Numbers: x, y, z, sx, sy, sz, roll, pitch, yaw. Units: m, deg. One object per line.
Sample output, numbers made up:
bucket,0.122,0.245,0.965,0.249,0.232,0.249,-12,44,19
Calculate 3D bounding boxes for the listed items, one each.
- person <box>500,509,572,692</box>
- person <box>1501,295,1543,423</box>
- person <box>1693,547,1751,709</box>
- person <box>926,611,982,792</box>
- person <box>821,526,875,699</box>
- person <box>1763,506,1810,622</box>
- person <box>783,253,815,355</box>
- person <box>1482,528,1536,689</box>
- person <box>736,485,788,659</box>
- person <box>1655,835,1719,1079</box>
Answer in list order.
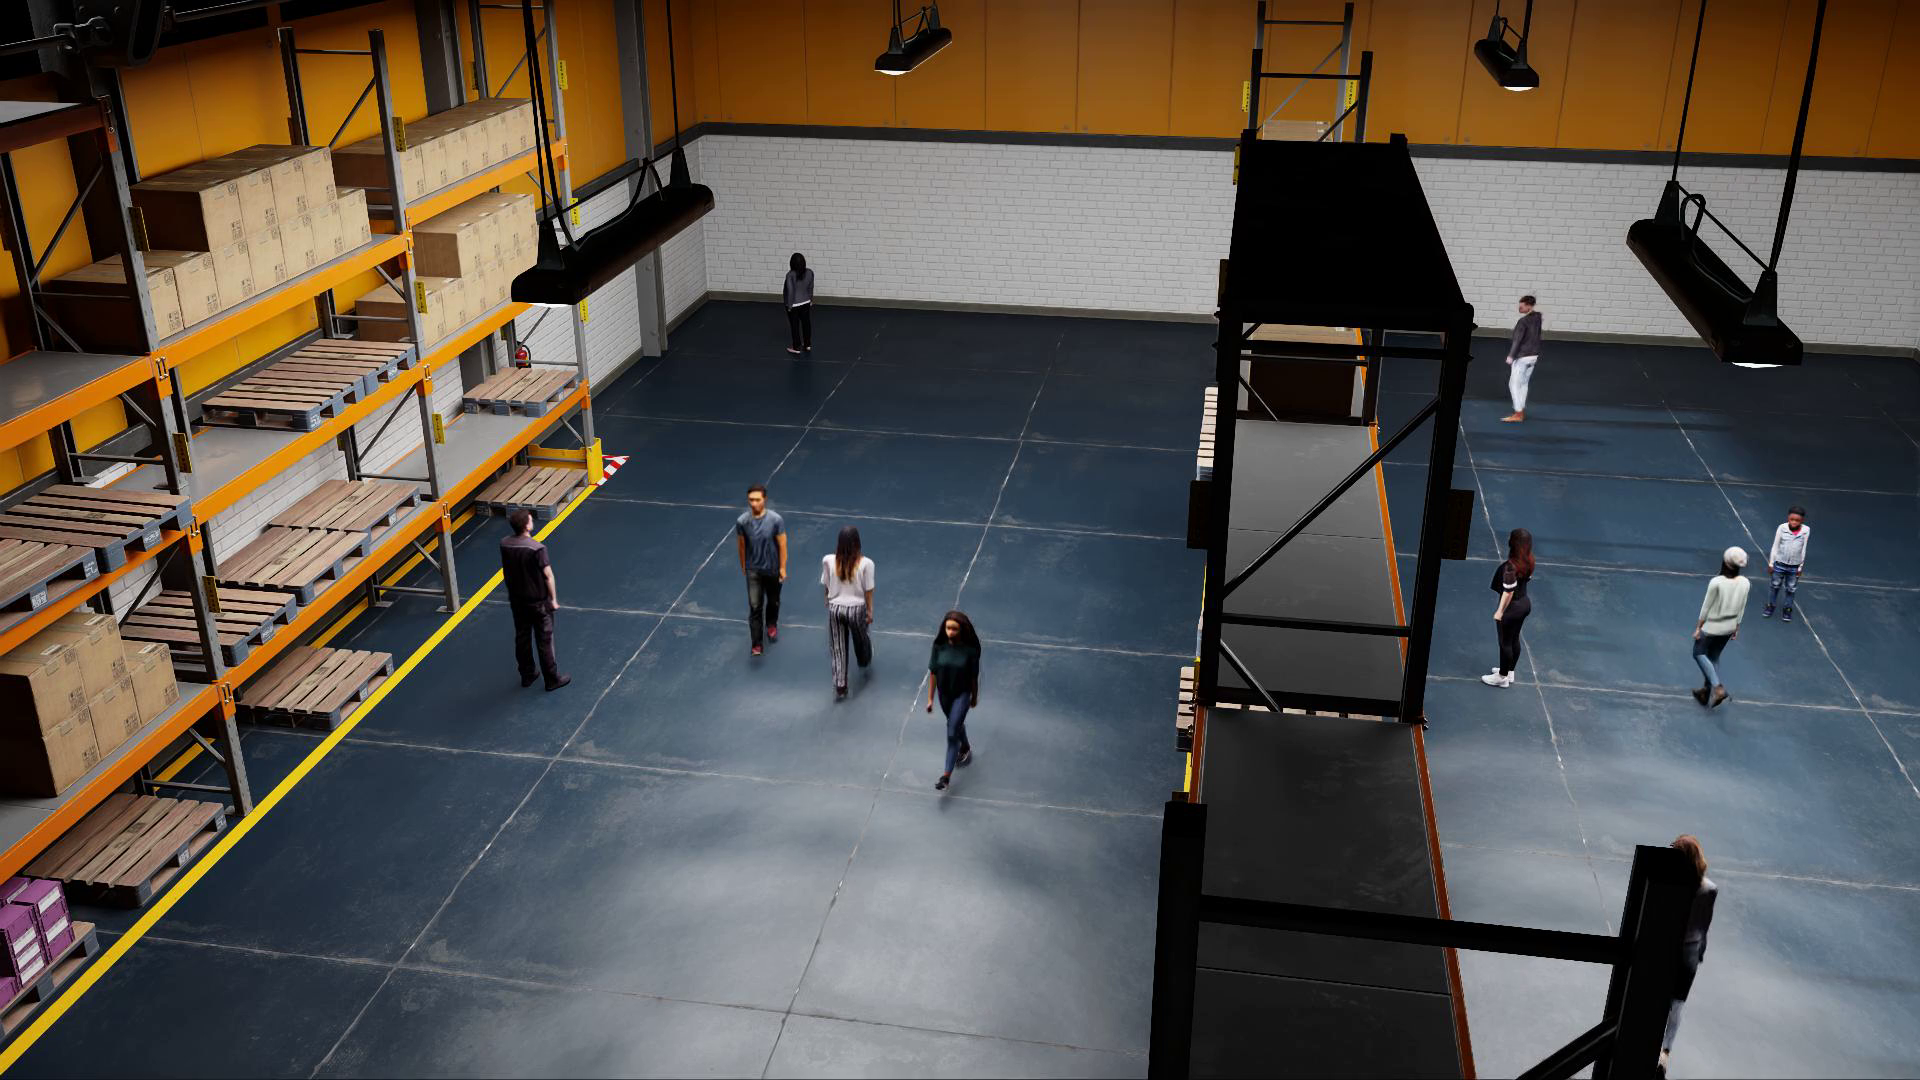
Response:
person,-4.124,0.568,15.969,0.775,1.845,0.687,10,26,22
person,7.876,-2.544,23.135,0.784,1.808,0.838,-8,25,-17
person,7.142,0.854,15.581,0.740,1.631,0.891,-4,24,-8
person,-0.031,1.330,14.568,0.735,1.570,1.143,9,25,19
person,-1.093,0.714,15.910,0.706,1.625,1.110,3,24,8
person,8.717,0.219,17.499,0.537,1.257,0.565,11,26,24
person,-2.534,-3.731,26.113,0.781,1.598,0.857,-21,31,-39
person,5.331,0.647,16.044,0.772,1.639,0.688,21,31,40
person,-1.963,0.253,16.796,0.841,1.760,1.219,-1,24,-3
person,4.716,2.780,10.993,0.720,1.778,1.057,8,25,18
